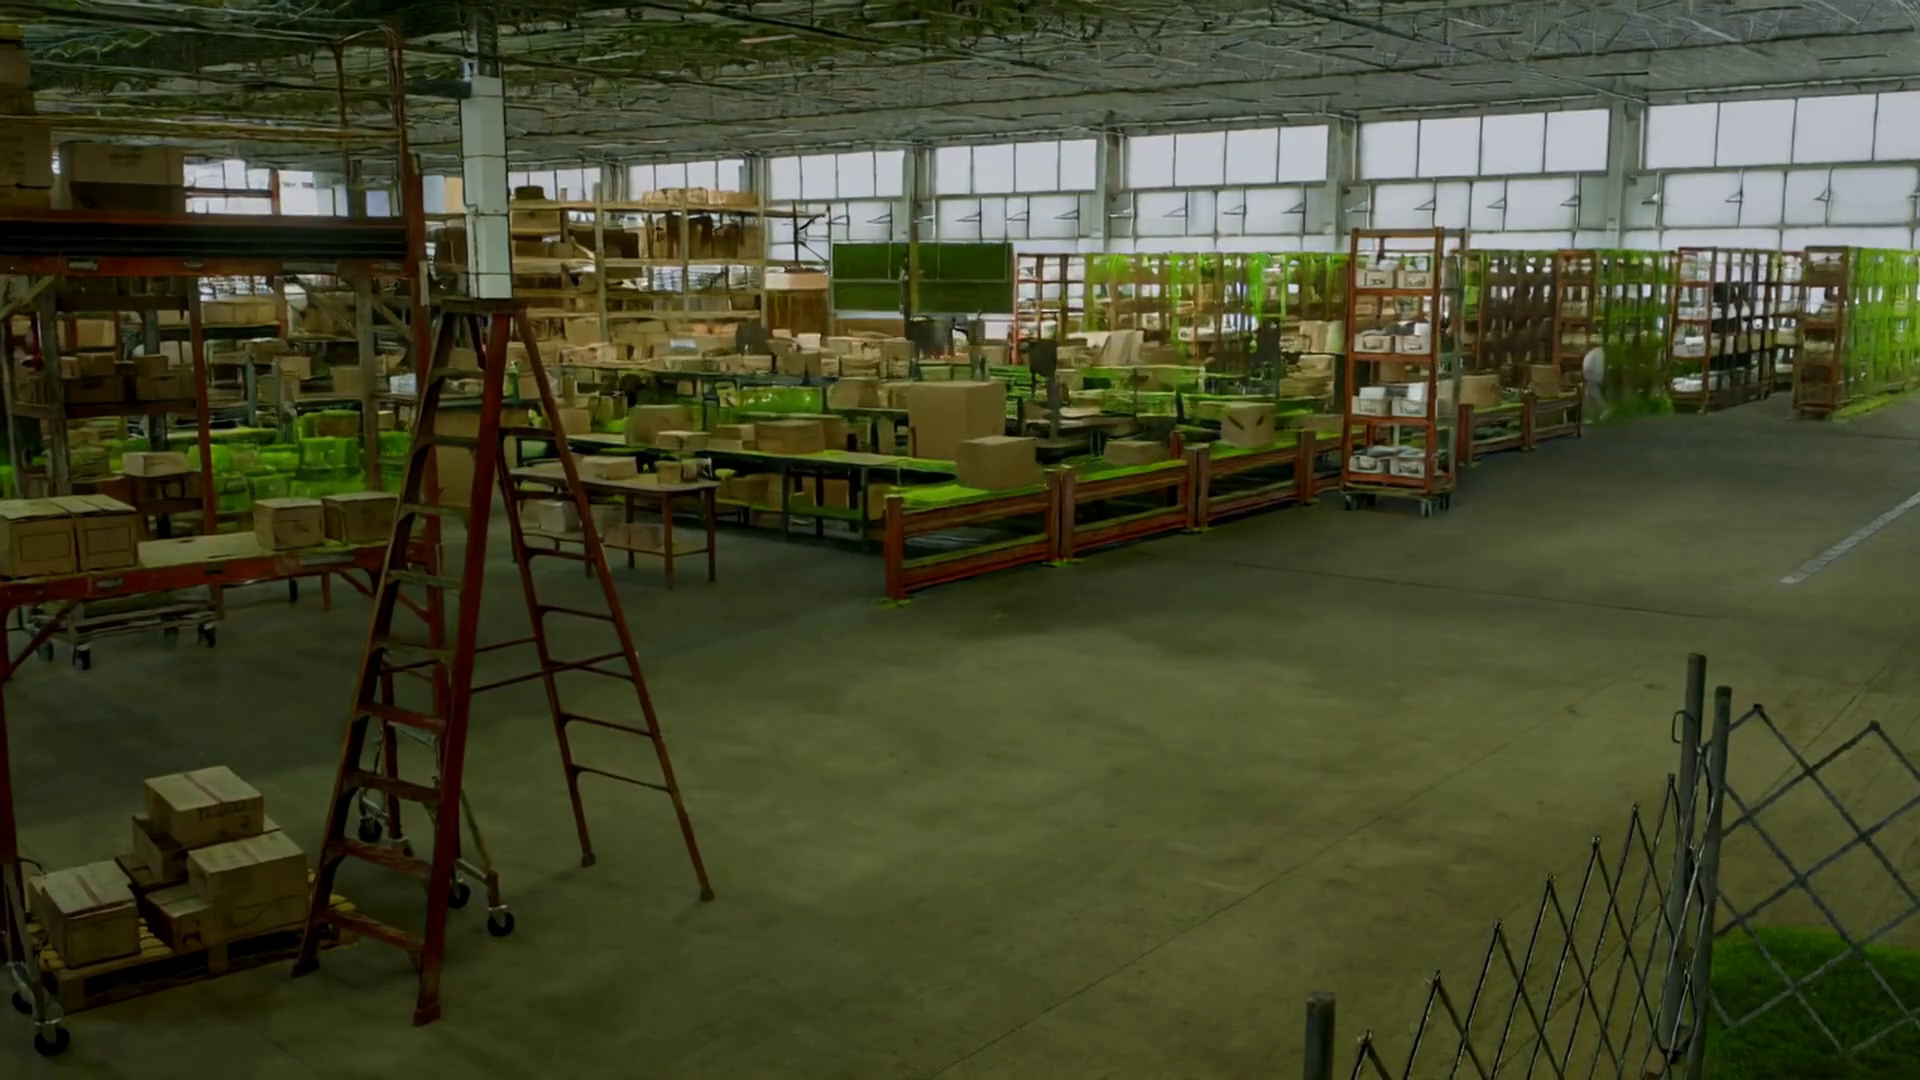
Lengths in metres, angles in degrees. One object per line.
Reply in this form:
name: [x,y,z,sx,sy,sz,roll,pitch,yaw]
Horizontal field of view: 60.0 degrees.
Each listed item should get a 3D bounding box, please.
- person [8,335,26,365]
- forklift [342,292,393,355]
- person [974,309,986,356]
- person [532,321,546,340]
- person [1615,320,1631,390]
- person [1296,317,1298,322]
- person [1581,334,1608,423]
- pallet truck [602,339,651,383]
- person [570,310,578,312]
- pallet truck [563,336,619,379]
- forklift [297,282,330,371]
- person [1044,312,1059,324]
person: [-21.214,-3.754,37.221,0.547,1.667,0.742,7,11,36]
forklift: [-16.485,-5.622,45.120,1.129,2.768,1.873,7,11,37]
person: [0.748,-7.637,61.299,0.592,1.726,0.494,-4,10,-23]
person: [-12.498,-5.665,49.270,0.497,1.633,0.287,3,10,18]
person: [17.200,-4.779,43.129,0.455,1.826,0.590,7,11,36]
person: [10.347,-6.050,50.630,0.640,1.970,0.462,-7,12,-39]
person: [12.881,-3.280,33.810,0.457,1.818,0.596,0,9,3]
pallet truck: [-8.991,-4.871,45.351,0.653,1.274,1.630,7,11,37]
person: [-16.891,-9.547,72.944,0.617,1.803,0.609,8,12,41]
pallet truck: [-10.690,-5.294,48.215,1.601,1.201,0.680,-5,10,-26]
forklift: [-18.168,-6.024,47.630,1.129,2.768,1.873,7,11,37]
person: [2.925,-6.283,52.270,0.639,1.911,0.406,8,12,42]
